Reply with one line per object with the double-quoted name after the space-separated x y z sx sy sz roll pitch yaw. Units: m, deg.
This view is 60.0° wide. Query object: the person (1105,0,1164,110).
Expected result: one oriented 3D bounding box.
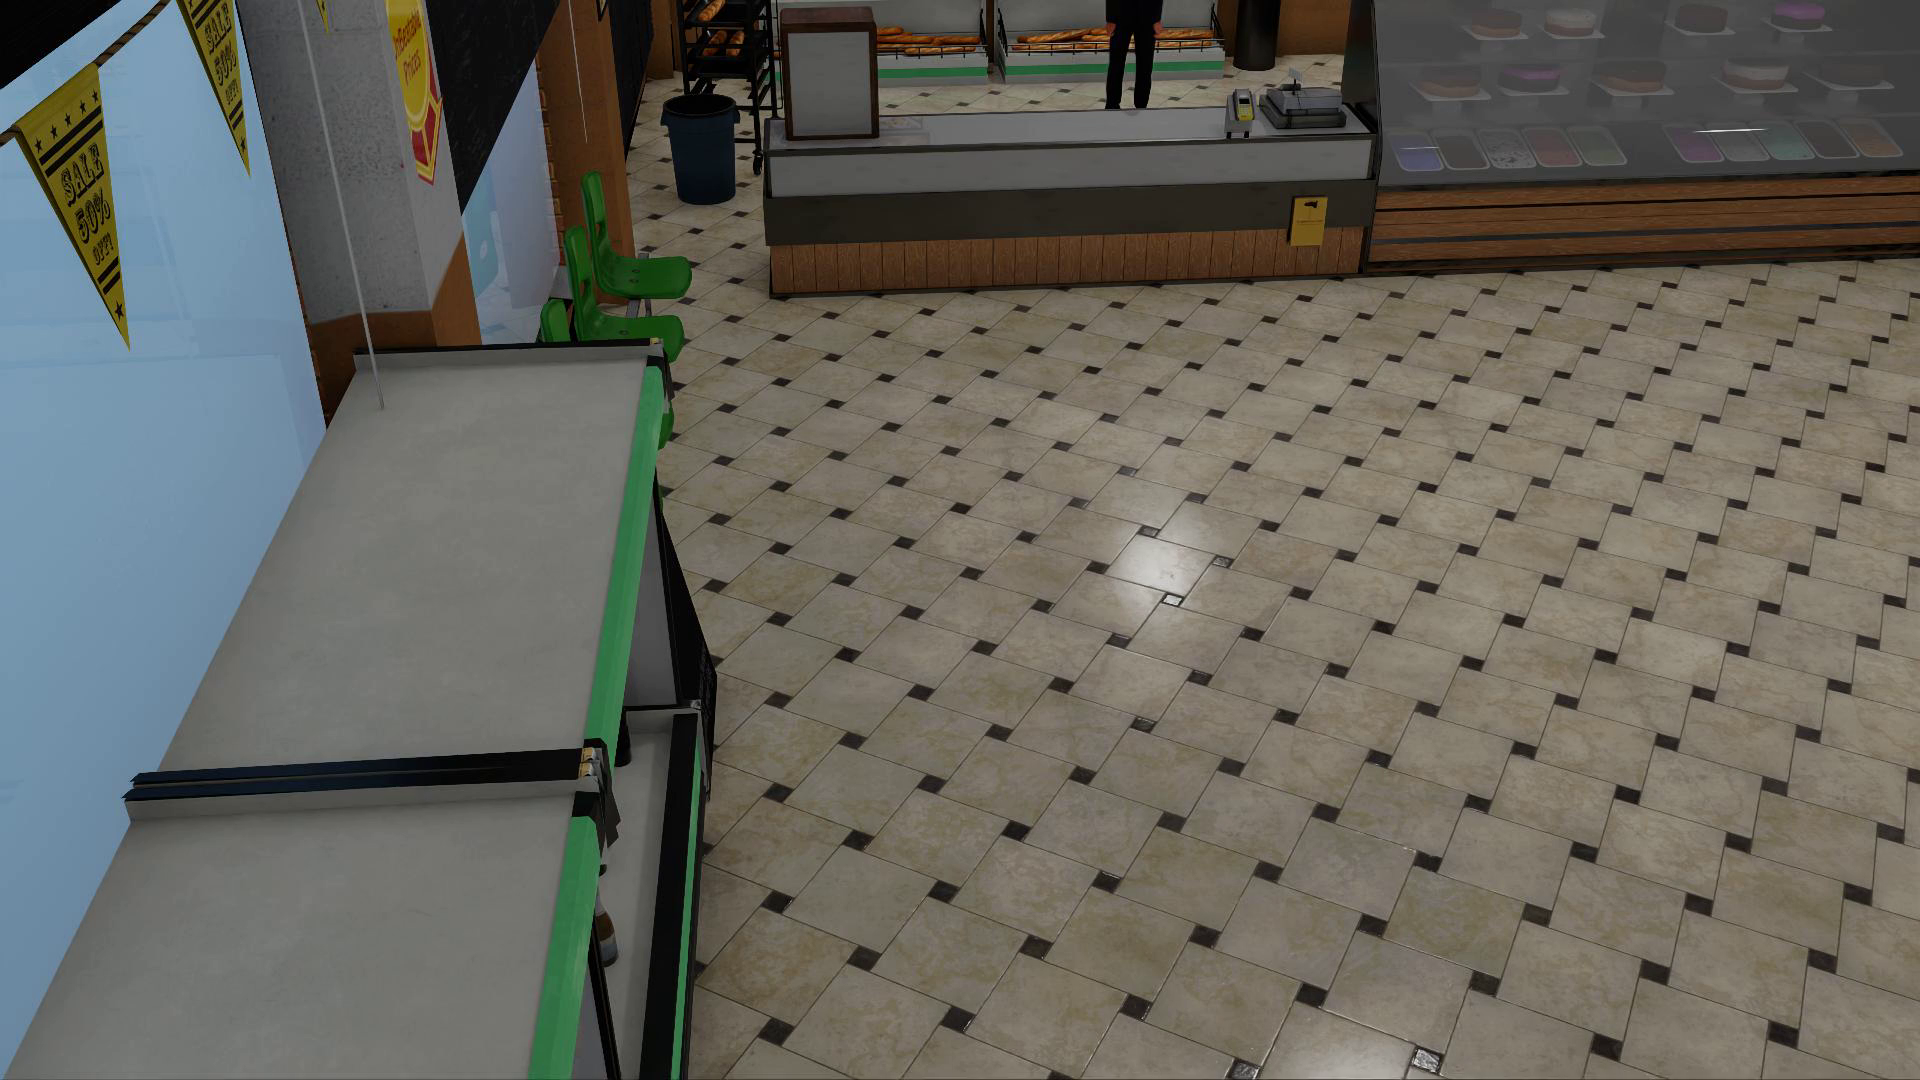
1.415 -4.247 13.480 0.614 1.867 0.570 -3 32 -5 "person"
